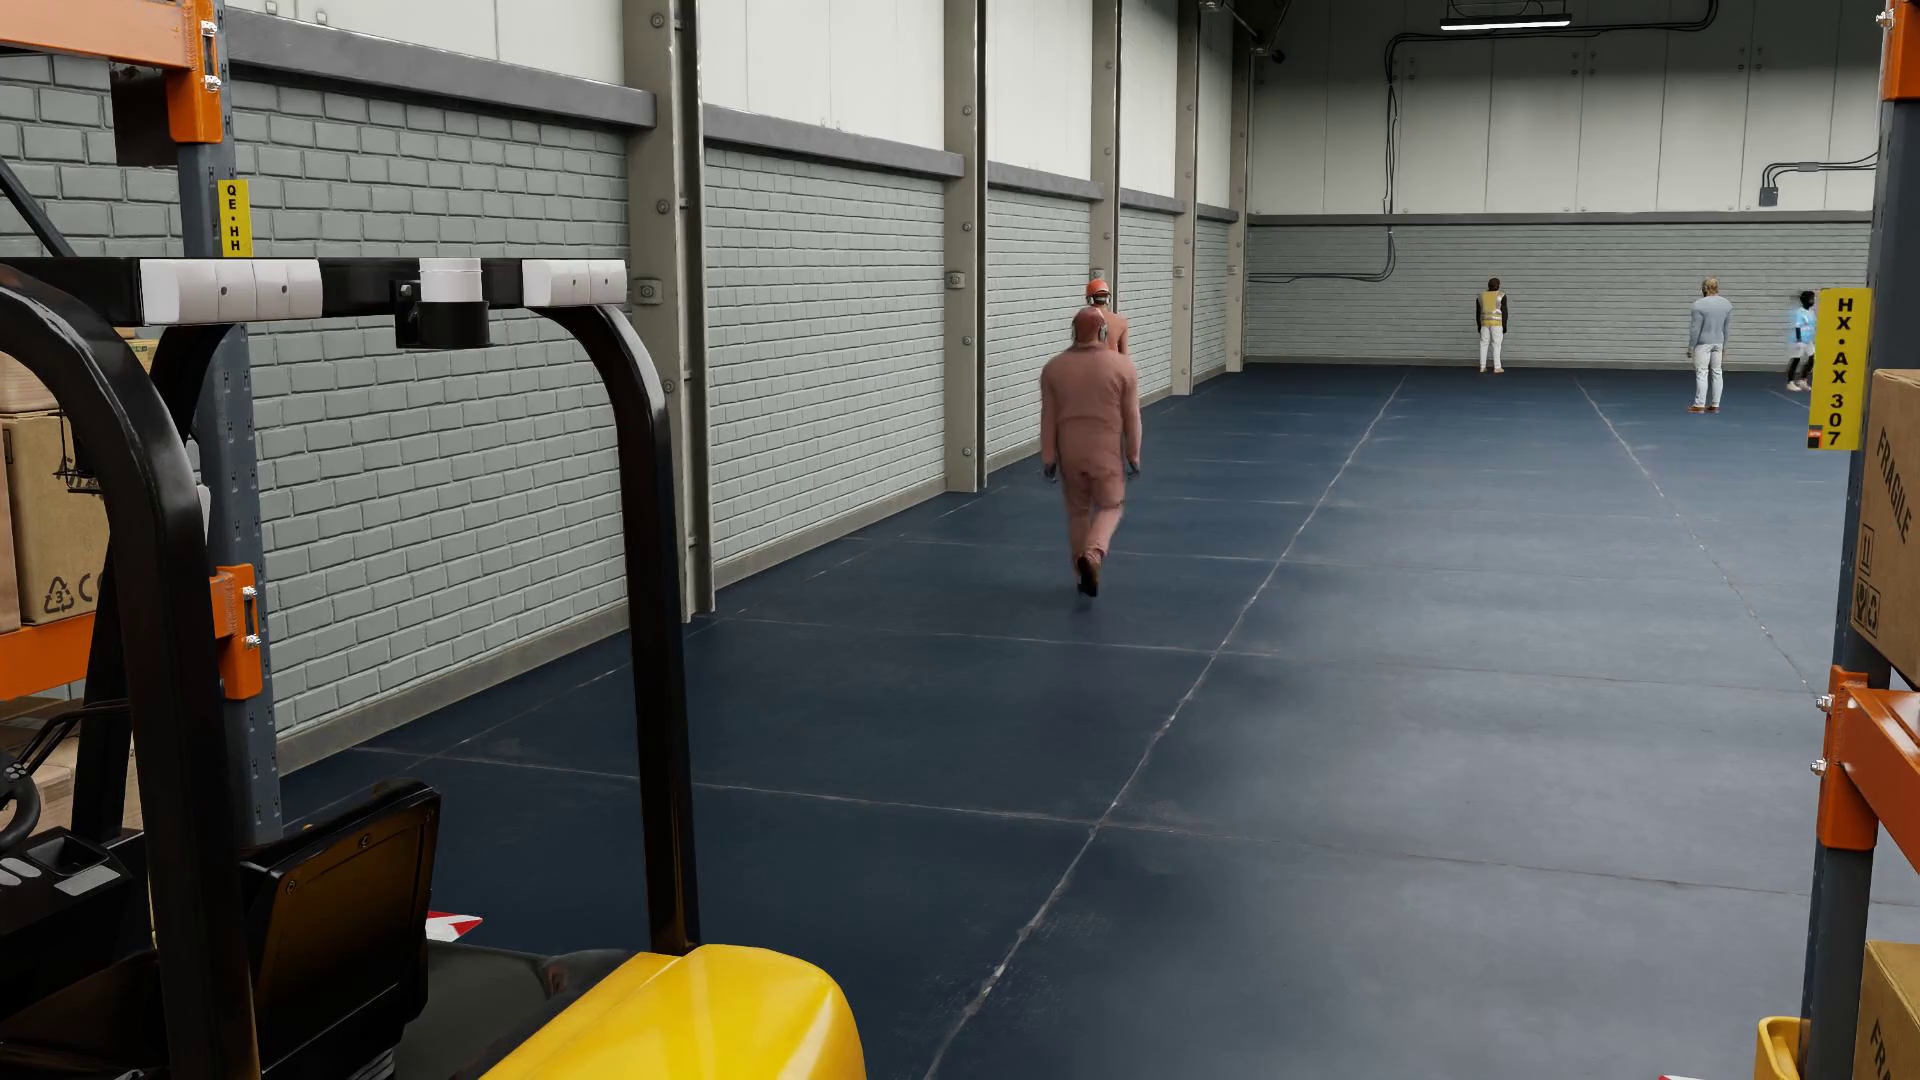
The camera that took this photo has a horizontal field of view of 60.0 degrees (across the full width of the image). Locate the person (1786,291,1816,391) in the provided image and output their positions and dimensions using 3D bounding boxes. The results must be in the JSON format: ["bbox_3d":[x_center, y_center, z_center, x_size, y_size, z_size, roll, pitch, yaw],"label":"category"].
[{"bbox_3d":[14.060,-3.305,27.689,0.551,1.676,0.494,-7,12,-36],"label":"person"}]

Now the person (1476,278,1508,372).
[{"bbox_3d":[10.401,-4.192,32.497,0.621,1.845,0.429,8,12,40],"label":"person"}]

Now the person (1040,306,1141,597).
[{"bbox_3d":[0.833,-0.562,10.736,0.654,1.889,0.713,3,10,19],"label":"person"}]

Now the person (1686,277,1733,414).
[{"bbox_3d":[10.667,-2.767,23.726,0.627,1.939,0.374,-2,10,-12],"label":"person"}]

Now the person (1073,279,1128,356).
[{"bbox_3d":[1.401,-1.629,16.798,0.608,1.989,0.387,-3,10,-19],"label":"person"}]
